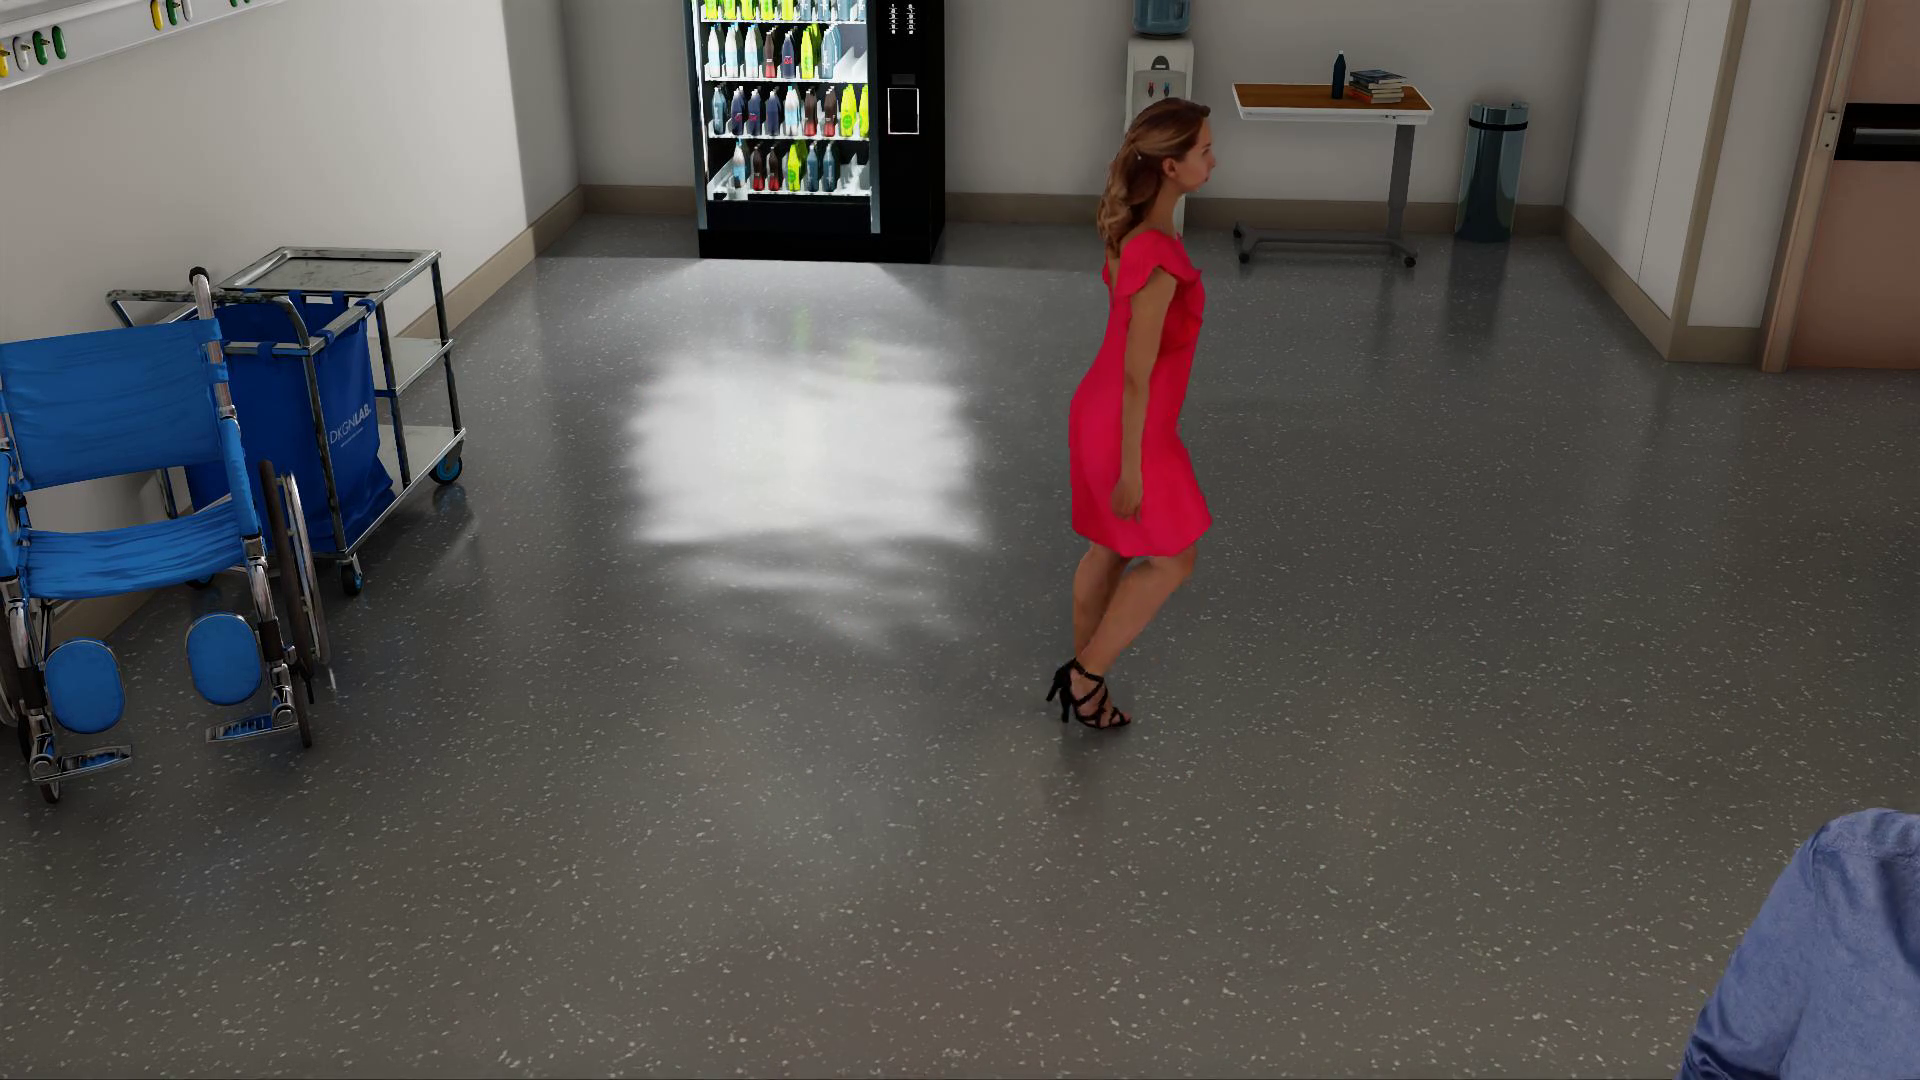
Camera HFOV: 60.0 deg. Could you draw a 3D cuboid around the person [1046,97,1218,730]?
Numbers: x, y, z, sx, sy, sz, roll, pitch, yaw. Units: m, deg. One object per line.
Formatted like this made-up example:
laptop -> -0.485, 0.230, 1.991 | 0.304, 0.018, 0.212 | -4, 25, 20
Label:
person -> 0.335, -0.254, 4.215 | 0.680, 1.712, 0.665 | -4, 26, -7
